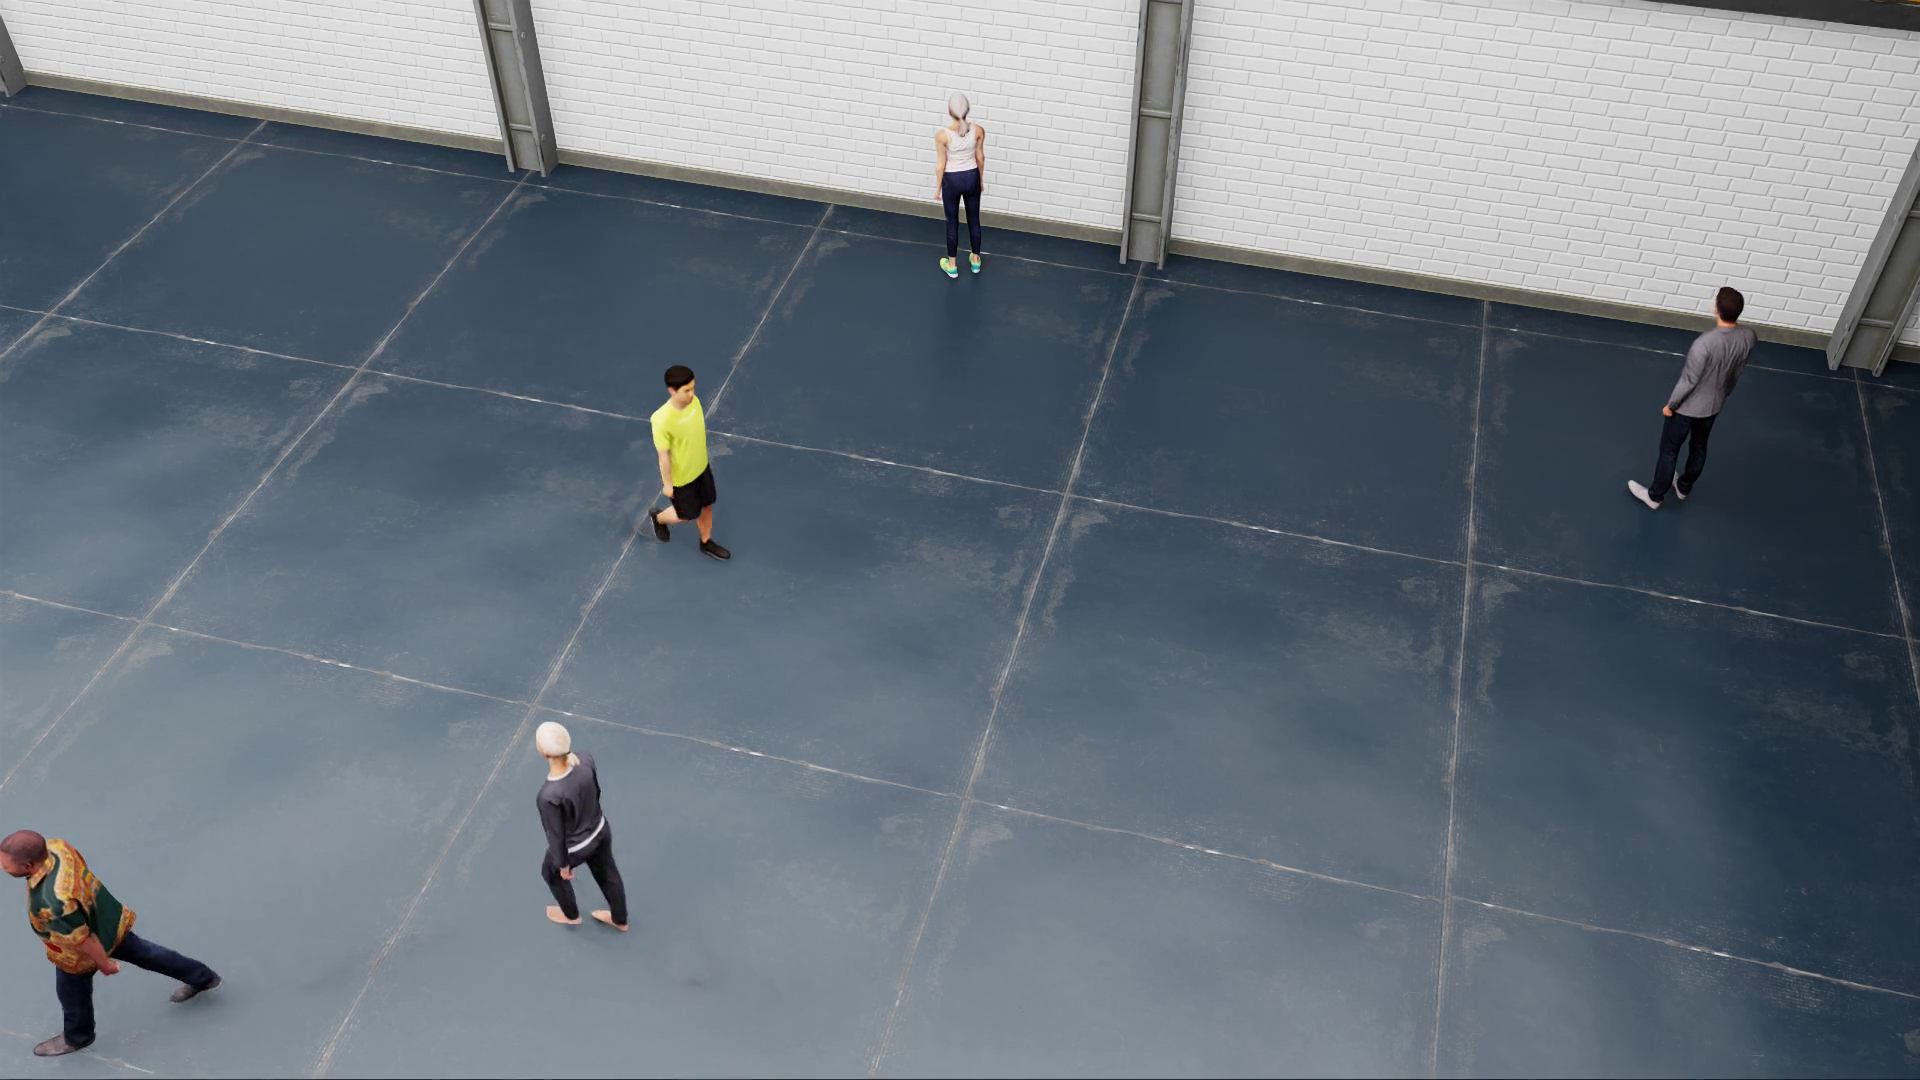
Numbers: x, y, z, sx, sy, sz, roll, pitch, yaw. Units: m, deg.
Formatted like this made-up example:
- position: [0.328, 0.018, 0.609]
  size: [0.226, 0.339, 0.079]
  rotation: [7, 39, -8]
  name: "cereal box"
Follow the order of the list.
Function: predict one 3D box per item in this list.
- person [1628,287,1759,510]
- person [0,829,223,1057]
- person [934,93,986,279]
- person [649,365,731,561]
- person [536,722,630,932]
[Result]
- position: [5.341, -1.010, 12.029]
  size: [0.744, 1.872, 0.846]
  rotation: [-13, 45, -14]
  name: "person"
- position: [-4.559, 2.071, 8.875]
  size: [1.315, 1.760, 1.156]
  rotation: [-16, 46, -16]
  name: "person"
- position: [0.010, -3.041, 14.280]
  size: [0.636, 1.706, 0.739]
  rotation: [-12, 45, -12]
  name: "person"
- position: [-1.990, -0.538, 11.662]
  size: [0.949, 1.693, 0.796]
  rotation: [25, 49, 24]
  name: "person"
- position: [-2.072, 1.682, 9.320]
  size: [0.812, 1.710, 0.741]
  rotation: [22, 48, 21]
  name: "person"
